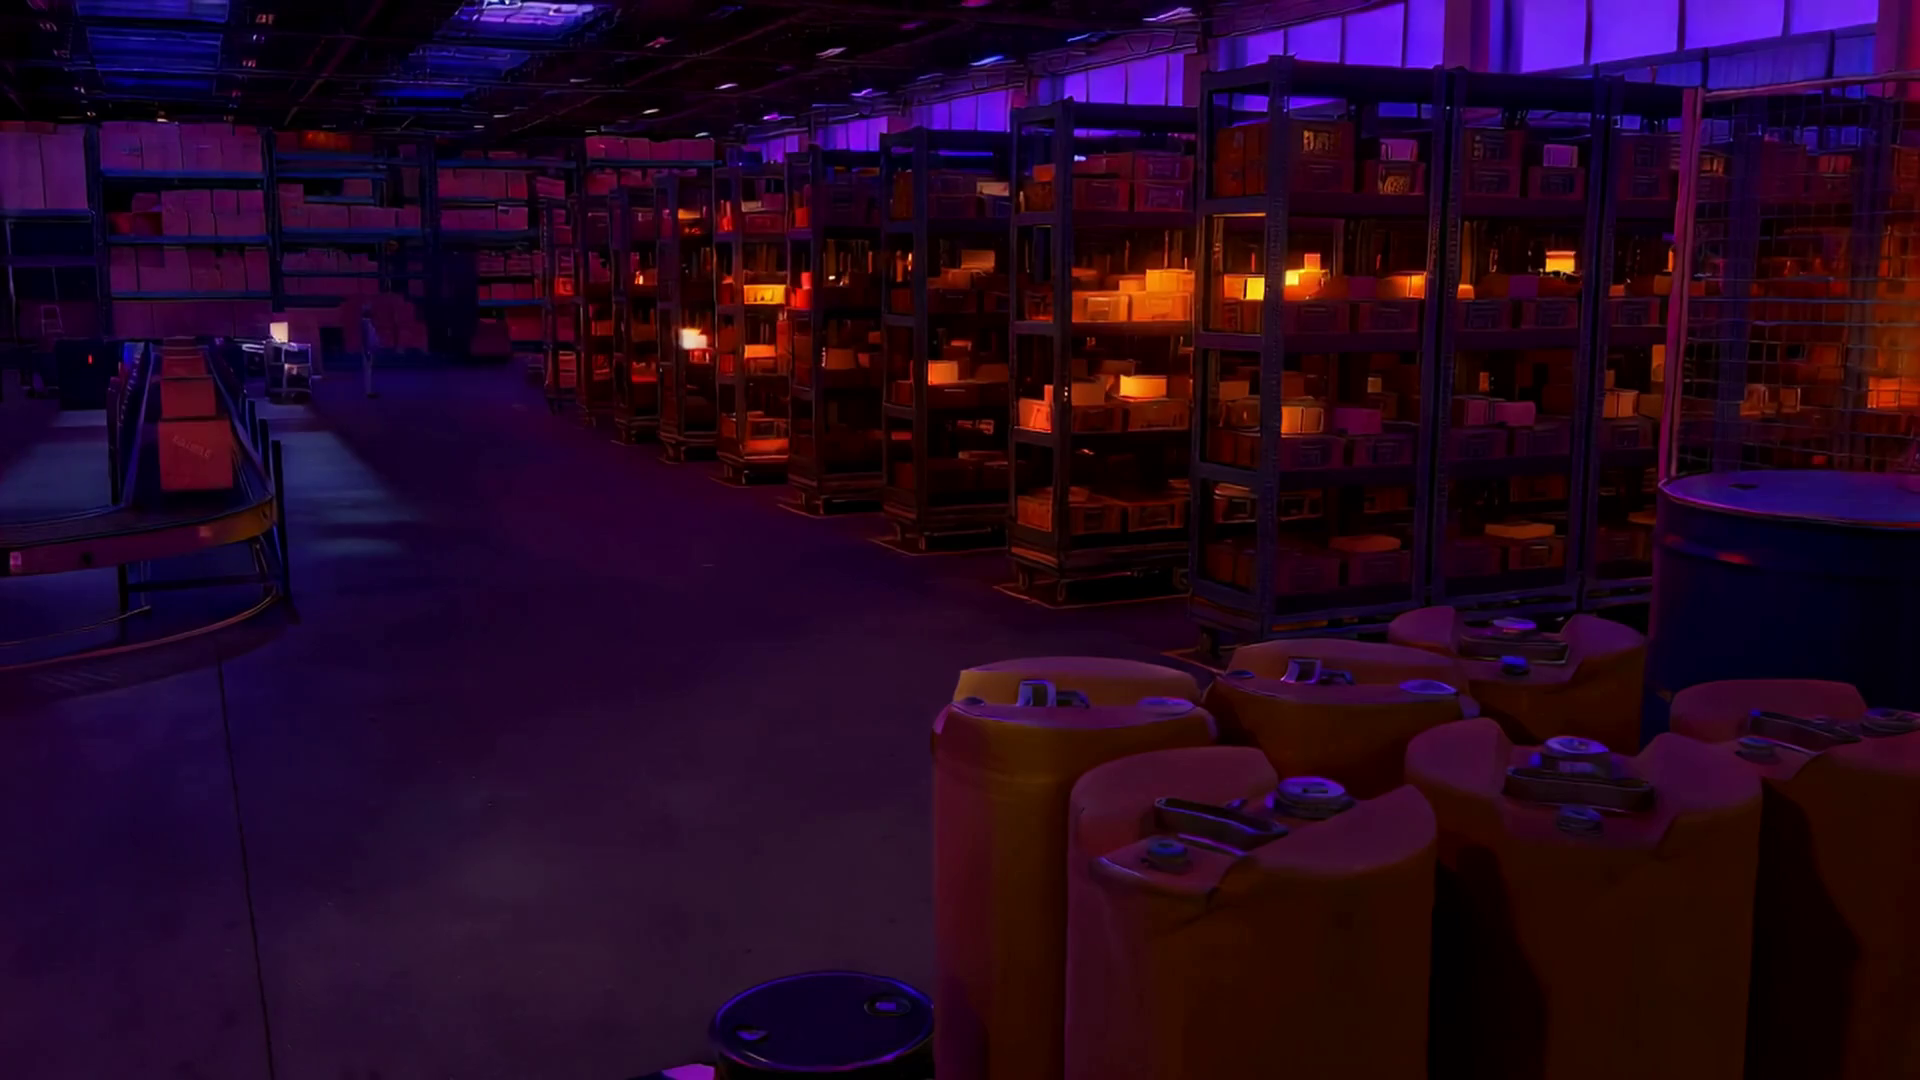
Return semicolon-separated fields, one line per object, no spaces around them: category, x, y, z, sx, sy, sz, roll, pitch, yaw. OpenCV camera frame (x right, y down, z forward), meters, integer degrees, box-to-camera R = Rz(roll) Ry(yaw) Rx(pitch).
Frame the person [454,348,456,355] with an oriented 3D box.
person;-14.566;-6.336;48.507;0.857;1.881;0.651;-4;10;-24

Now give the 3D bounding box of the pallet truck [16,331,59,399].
pallet truck;-17.082;-3.353;31.781;1.630;1.274;0.653;-4;10;-25

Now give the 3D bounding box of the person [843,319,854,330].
person;-2.702;-4.632;37.870;0.650;1.908;0.402;-8;12;-40

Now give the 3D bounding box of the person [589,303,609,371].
person;-7.265;-3.816;33.143;0.573;1.789;0.979;3;10;19

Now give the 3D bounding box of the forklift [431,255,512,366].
forklift;-12.533;-5.871;42.511;1.873;2.768;1.129;-4;10;-25

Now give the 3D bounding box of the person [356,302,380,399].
person;-11.284;-3.611;31.718;0.404;1.837;0.589;-3;10;-17
